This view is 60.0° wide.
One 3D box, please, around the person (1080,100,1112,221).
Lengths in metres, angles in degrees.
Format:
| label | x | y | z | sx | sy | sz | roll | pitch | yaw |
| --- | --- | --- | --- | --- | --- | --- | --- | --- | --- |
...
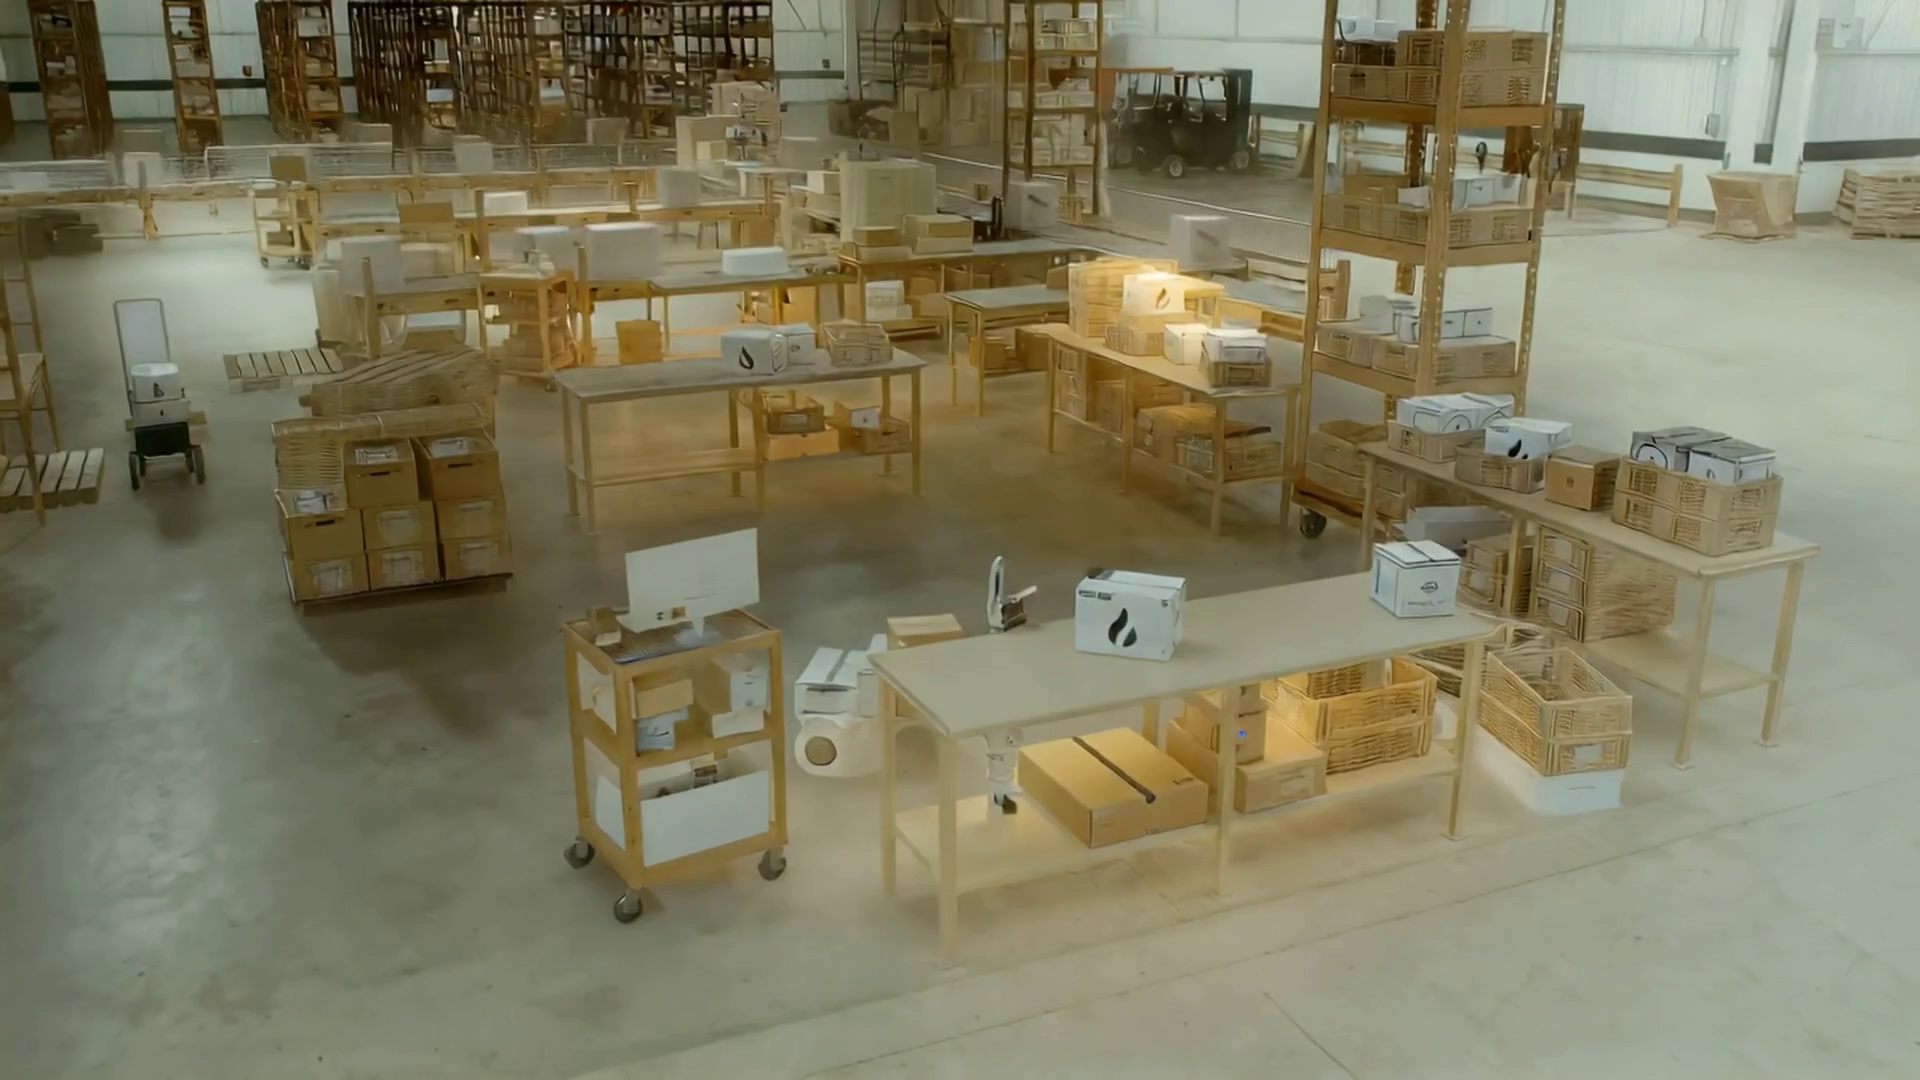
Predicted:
| label | x | y | z | sx | sy | sz | roll | pitch | yaw |
| --- | --- | --- | --- | --- | --- | --- | --- | --- | --- |
| person | 2.086 | -6.080 | 26.905 | 0.918 | 2.007 | 0.619 | 5 | 18 | 16 |

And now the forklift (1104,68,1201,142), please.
| label | x | y | z | sx | sy | sz | roll | pitch | yaw |
| --- | --- | --- | --- | --- | --- | --- | --- | --- | --- |
| forklift | 4.082 | -9.564 | 37.410 | 2.680 | 1.987 | 1.157 | -8 | 19 | -23 |

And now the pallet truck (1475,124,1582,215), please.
| label | x | y | z | sx | sy | sz | roll | pitch | yaw |
| --- | --- | --- | --- | --- | --- | --- | --- | --- | --- |
| pallet truck | 9.707 | -6.455 | 28.103 | 1.885 | 1.965 | 0.823 | -7 | 19 | -20 |

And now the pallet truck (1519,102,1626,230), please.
| label | x | y | z | sx | sy | sz | roll | pitch | yaw |
| --- | --- | --- | --- | --- | --- | --- | --- | --- | --- |
| pallet truck | 9.972 | -6.037 | 26.785 | 1.885 | 1.965 | 0.823 | -9 | 20 | -25 |

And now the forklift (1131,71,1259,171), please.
| label | x | y | z | sx | sy | sz | roll | pitch | yaw |
| --- | --- | --- | --- | --- | --- | --- | --- | --- | --- |
| forklift | 4.998 | -8.936 | 35.413 | 2.680 | 1.987 | 1.157 | -9 | 20 | -25 |

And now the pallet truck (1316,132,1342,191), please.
| label | x | y | z | sx | sy | sz | roll | pitch | yaw |
| --- | --- | --- | --- | --- | --- | --- | --- | --- | --- |
| pallet truck | 7.723 | -7.504 | 32.656 | 1.601 | 1.201 | 0.680 | -8 | 19 | -23 |

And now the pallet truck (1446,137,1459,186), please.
| label | x | y | z | sx | sy | sz | roll | pitch | yaw |
| --- | --- | --- | --- | --- | --- | --- | --- | --- | --- |
| pallet truck | 9.184 | -6.485 | 29.328 | 1.630 | 1.274 | 0.653 | -8 | 19 | -23 |

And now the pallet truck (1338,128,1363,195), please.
| label | x | y | z | sx | sy | sz | roll | pitch | yaw |
| --- | --- | --- | --- | --- | --- | --- | --- | --- | --- |
| pallet truck | 7.845 | -7.140 | 31.411 | 1.522 | 1.261 | 0.704 | -9 | 20 | -25 |
